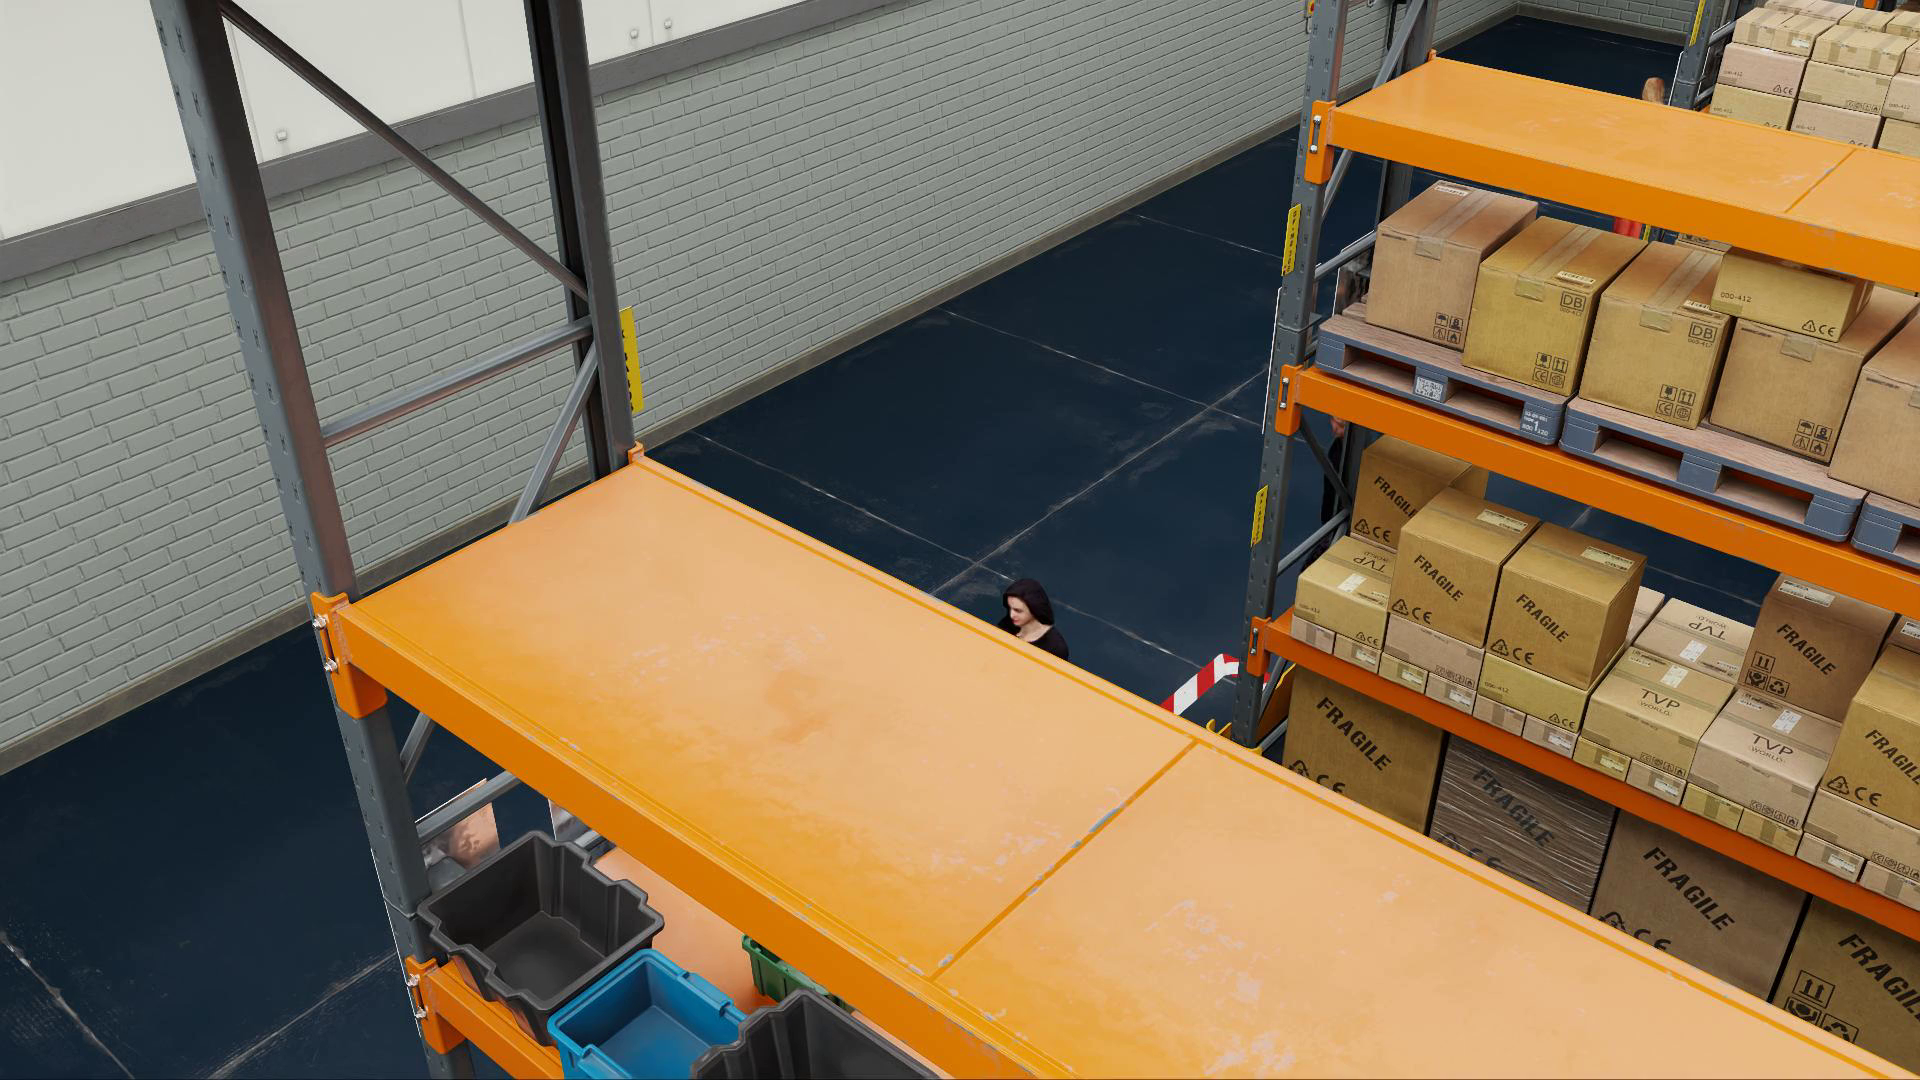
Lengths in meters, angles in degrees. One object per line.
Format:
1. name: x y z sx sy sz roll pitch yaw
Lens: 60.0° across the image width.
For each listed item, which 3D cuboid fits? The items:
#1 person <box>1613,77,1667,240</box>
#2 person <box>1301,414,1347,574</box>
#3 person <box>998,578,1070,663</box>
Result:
1. person: 6.339 -3.422 15.514 0.577 1.801 0.618 23 40 31
2. person: 2.472 -0.126 10.435 0.856 1.813 0.822 3 33 4
3. person: 0.427 0.922 8.855 0.930 1.778 0.682 22 39 30
